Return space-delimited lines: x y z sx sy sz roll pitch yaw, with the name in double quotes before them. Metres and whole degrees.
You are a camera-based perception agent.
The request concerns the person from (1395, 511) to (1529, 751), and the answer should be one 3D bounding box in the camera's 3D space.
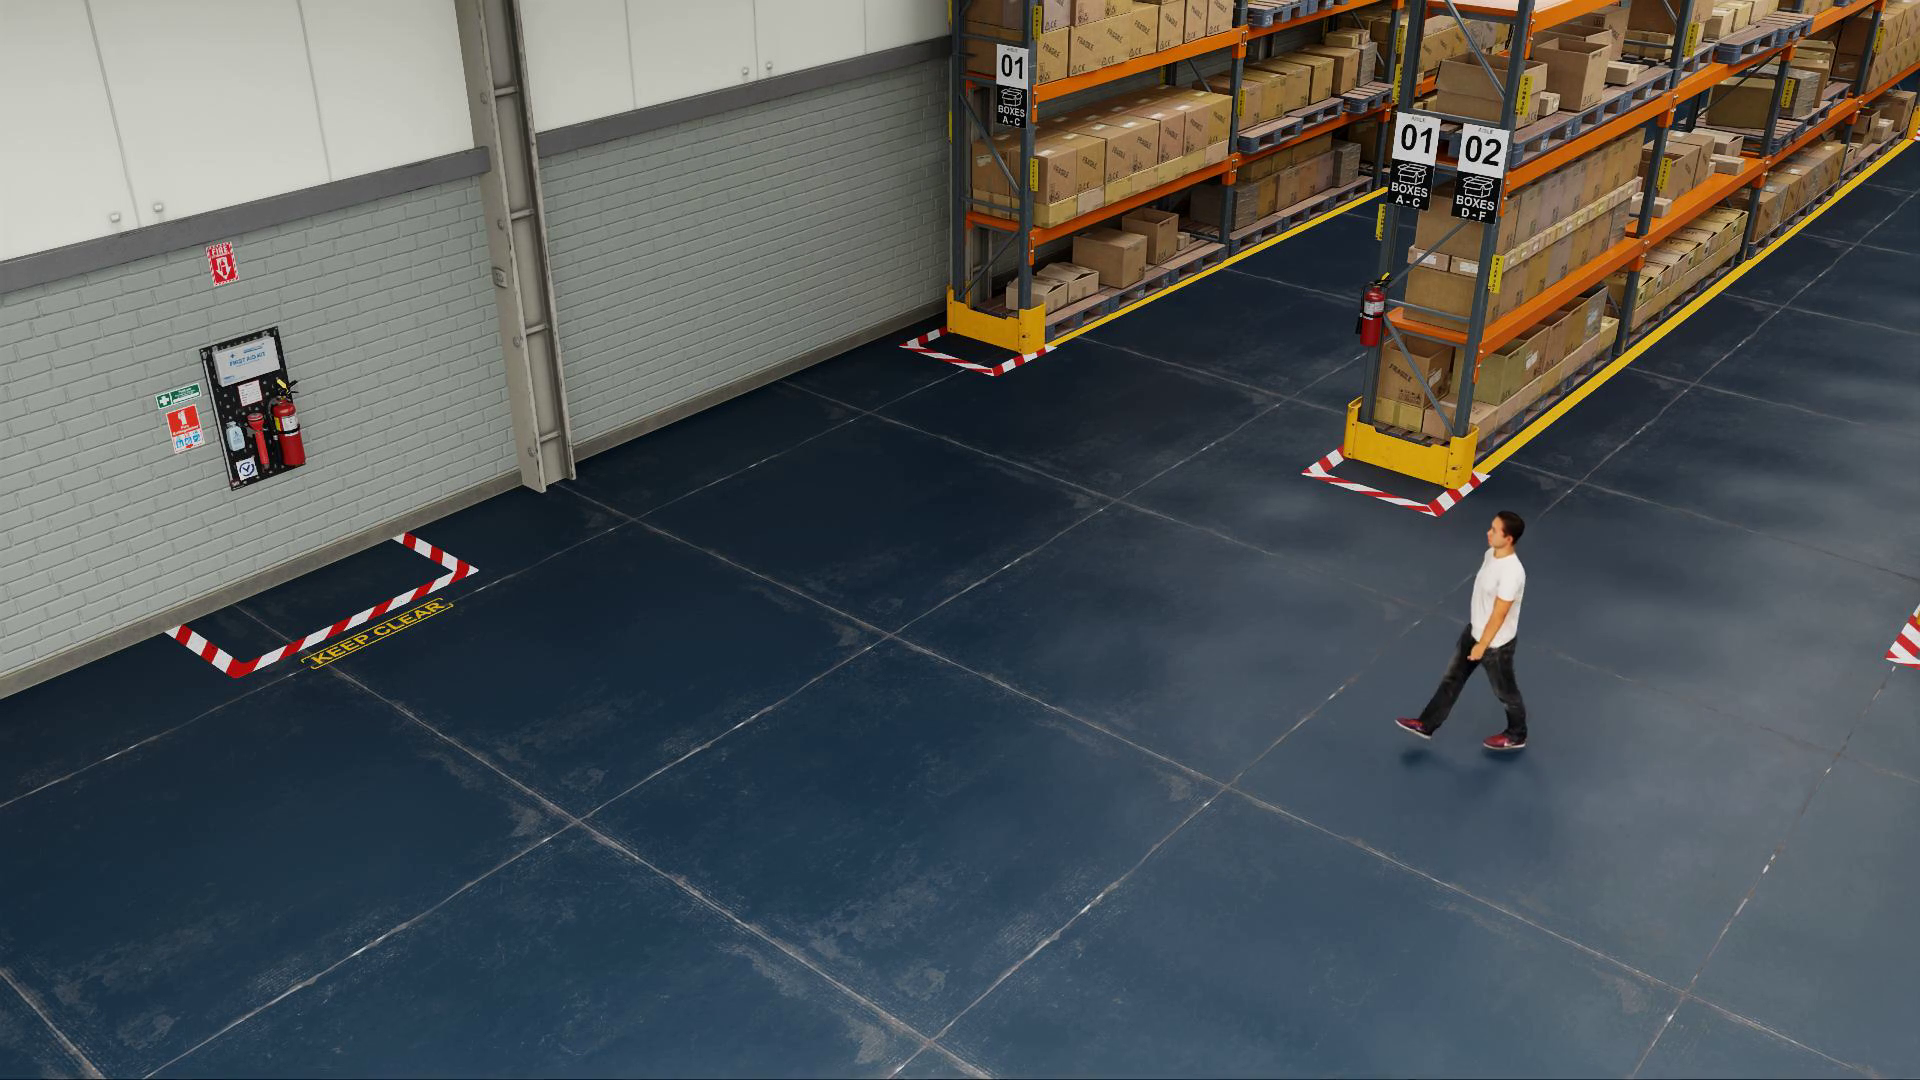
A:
"person" 3.601 0.650 10.979 1.172 1.760 1.104 -3 28 -5
